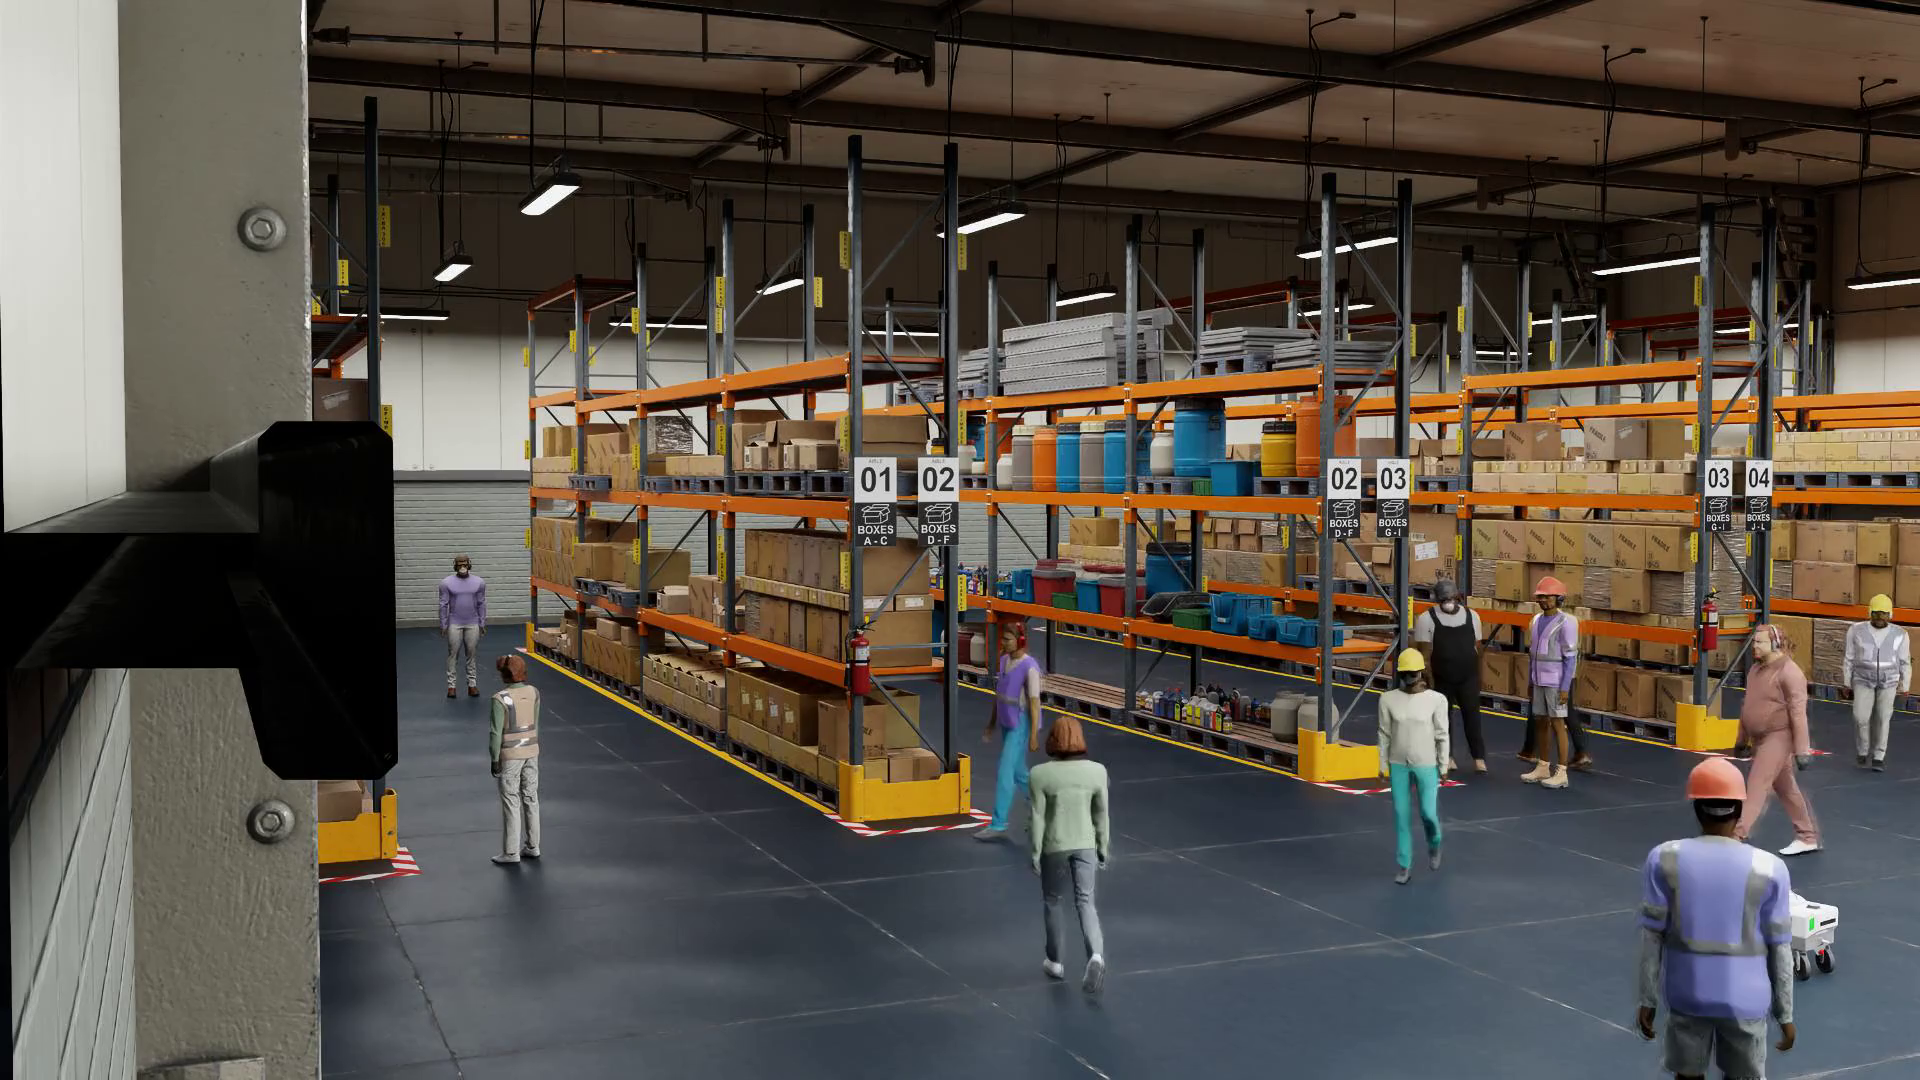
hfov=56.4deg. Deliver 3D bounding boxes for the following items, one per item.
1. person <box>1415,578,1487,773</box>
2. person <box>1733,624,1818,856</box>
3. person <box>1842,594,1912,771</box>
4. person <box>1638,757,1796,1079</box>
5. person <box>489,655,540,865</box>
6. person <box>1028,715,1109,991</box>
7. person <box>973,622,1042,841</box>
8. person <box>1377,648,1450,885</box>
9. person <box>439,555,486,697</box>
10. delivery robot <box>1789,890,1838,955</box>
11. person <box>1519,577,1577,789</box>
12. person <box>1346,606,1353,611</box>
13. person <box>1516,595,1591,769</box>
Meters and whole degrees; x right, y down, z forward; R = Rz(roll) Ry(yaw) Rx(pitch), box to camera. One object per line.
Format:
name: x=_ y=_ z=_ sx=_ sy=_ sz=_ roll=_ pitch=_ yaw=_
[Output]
person: x=5.032 y=1.373 z=18.273 sx=0.714 sy=2.000 sz=0.857 roll=0 pitch=2 yaw=2
person: x=6.374 y=1.597 z=14.225 sx=1.013 sy=1.852 sz=0.667 roll=0 pitch=2 yaw=-1
person: x=9.380 y=1.459 z=18.314 sx=0.628 sy=1.816 sz=0.465 roll=1 pitch=2 yaw=21
person: x=3.024 y=1.841 z=7.189 sx=0.576 sy=1.912 sz=0.630 roll=1 pitch=3 yaw=30
person: x=-3.497 y=1.716 z=14.103 sx=0.314 sy=1.629 sz=0.508 roll=1 pitch=3 yaw=30
person: x=0.660 y=1.854 z=10.712 sx=0.502 sy=1.609 sz=0.731 roll=0 pitch=2 yaw=-10
person: x=0.469 y=1.588 z=15.114 sx=0.740 sy=1.833 sz=0.576 roll=-1 pitch=2 yaw=-22
person: x=3.401 y=1.680 z=13.427 sx=0.525 sy=1.759 sz=0.444 roll=1 pitch=2 yaw=27
person: x=-6.792 y=1.164 z=24.481 sx=0.638 sy=1.938 sz=0.356 roll=-1 pitch=2 yaw=-26
delivery robot: x=5.051 y=2.333 z=11.127 sx=0.477 sy=0.478 sz=0.707 roll=-2 pitch=3 yaw=-37
person: x=5.740 y=1.379 z=17.494 sx=0.366 sy=2.046 sz=0.614 roll=-1 pitch=2 yaw=-19
person: x=6.303 y=1.014 z=29.887 sx=0.636 sy=1.823 sz=0.578 roll=-1 pitch=2 yaw=-19
person: x=6.203 y=1.387 z=18.666 sx=0.622 sy=1.952 sz=1.023 roll=-1 pitch=2 yaw=-15
